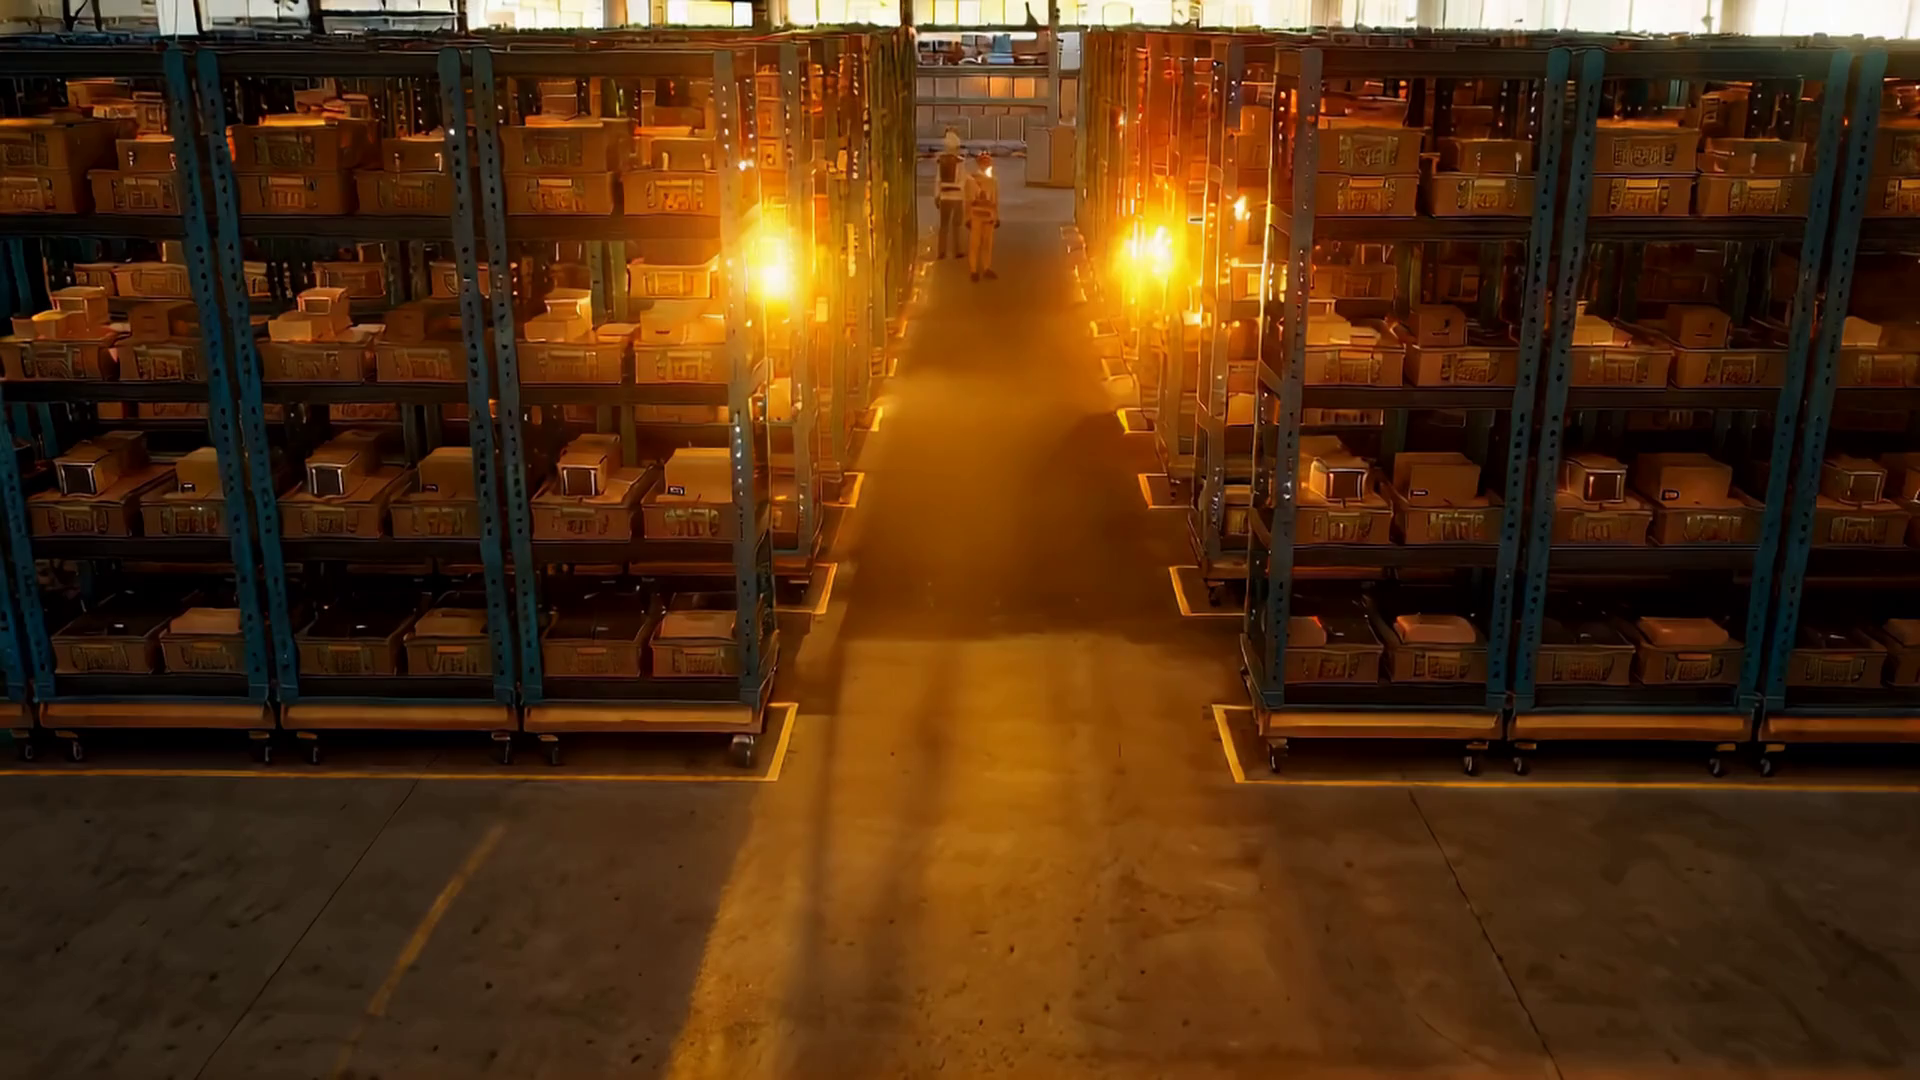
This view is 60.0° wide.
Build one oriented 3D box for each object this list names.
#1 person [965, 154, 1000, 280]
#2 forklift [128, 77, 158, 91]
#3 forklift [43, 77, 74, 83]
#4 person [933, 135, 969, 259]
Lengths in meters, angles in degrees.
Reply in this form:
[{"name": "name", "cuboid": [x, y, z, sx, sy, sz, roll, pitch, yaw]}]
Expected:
[{"name": "person", "cuboid": [0.351, -4.769, 24.559, 0.603, 1.830, 0.404, -12, 21, -35]}, {"name": "forklift", "cuboid": [-23.970, -12.988, 49.031, 1.129, 2.768, 1.873, 0, 17, 0]}, {"name": "forklift", "cuboid": [-24.475, -11.866, 45.455, 1.129, 2.768, 1.873, 0, 17, 1]}, {"name": "person", "cuboid": [-0.131, -5.499, 26.694, 0.605, 1.950, 0.380, 5, 18, 16]}]
